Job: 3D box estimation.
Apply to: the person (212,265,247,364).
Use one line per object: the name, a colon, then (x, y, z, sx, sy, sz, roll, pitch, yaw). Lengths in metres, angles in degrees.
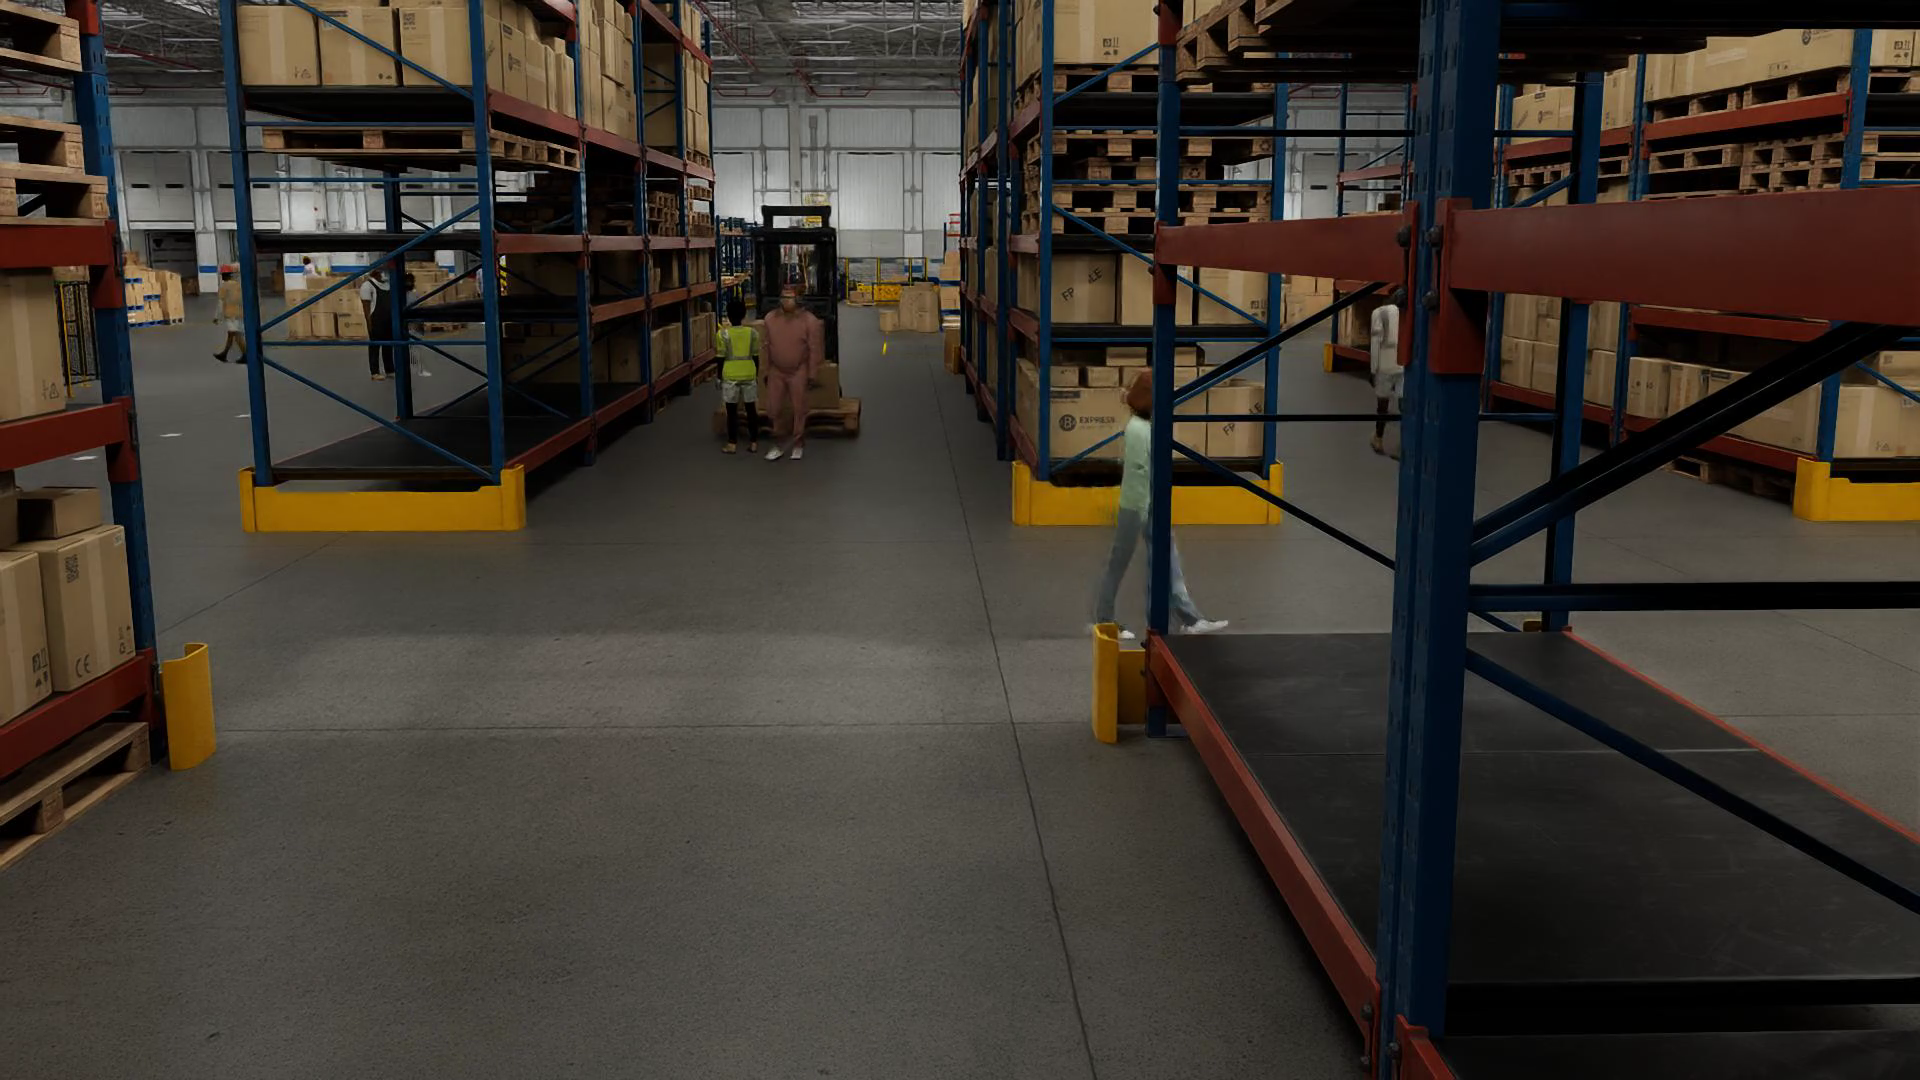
person: (-14.130, -4.349, 32.083, 0.969, 1.887, 0.566, 3, 11, 15)

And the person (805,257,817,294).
person: (-4.620, -7.901, 51.974, 1.022, 1.865, 0.597, 9, 14, 41)

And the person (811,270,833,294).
person: (-3.648, -6.537, 44.195, 0.651, 1.916, 0.931, -2, 10, -10)

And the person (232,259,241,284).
person: (-25.034, -9.035, 58.191, 0.884, 1.901, 0.638, 8, 13, 39)

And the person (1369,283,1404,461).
person: (4.743, -1.887, 18.102, 0.633, 1.990, 1.029, 0, 10, 3)

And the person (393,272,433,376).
person: (-9.658, -3.763, 29.065, 0.879, 1.824, 0.539, 4, 11, 22)

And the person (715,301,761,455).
person: (-2.453, -1.791, 18.389, 0.532, 1.699, 0.319, -6, 12, -30)

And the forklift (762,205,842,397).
forklift: (-2.201, -3.153, 22.684, 1.129, 2.768, 1.873, 0, 10, -2)

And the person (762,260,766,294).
person: (-5.984, -7.890, 51.902, 0.863, 1.870, 0.668, 9, 13, 40)

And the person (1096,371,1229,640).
person: (1.156, -0.178, 9.655, 0.831, 1.591, 0.523, 5, 11, 26)

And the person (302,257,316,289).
person: (-22.683, -8.984, 58.114, 0.681, 1.820, 0.634, 1, 10, 3)

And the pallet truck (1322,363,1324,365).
pallet truck: (7.712, -4.157, 30.737, 1.885, 1.965, 0.823, 3, 11, 16)

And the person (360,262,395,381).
person: (-9.793, -3.736, 28.270, 0.535, 2.000, 0.674, 5, 12, 28)

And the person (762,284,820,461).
person: (-1.842, -1.769, 17.728, 0.663, 1.879, 0.782, 2, 10, 12)

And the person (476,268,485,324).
person: (-13.441, -7.097, 47.312, 0.585, 1.928, 0.370, -4, 11, -21)
